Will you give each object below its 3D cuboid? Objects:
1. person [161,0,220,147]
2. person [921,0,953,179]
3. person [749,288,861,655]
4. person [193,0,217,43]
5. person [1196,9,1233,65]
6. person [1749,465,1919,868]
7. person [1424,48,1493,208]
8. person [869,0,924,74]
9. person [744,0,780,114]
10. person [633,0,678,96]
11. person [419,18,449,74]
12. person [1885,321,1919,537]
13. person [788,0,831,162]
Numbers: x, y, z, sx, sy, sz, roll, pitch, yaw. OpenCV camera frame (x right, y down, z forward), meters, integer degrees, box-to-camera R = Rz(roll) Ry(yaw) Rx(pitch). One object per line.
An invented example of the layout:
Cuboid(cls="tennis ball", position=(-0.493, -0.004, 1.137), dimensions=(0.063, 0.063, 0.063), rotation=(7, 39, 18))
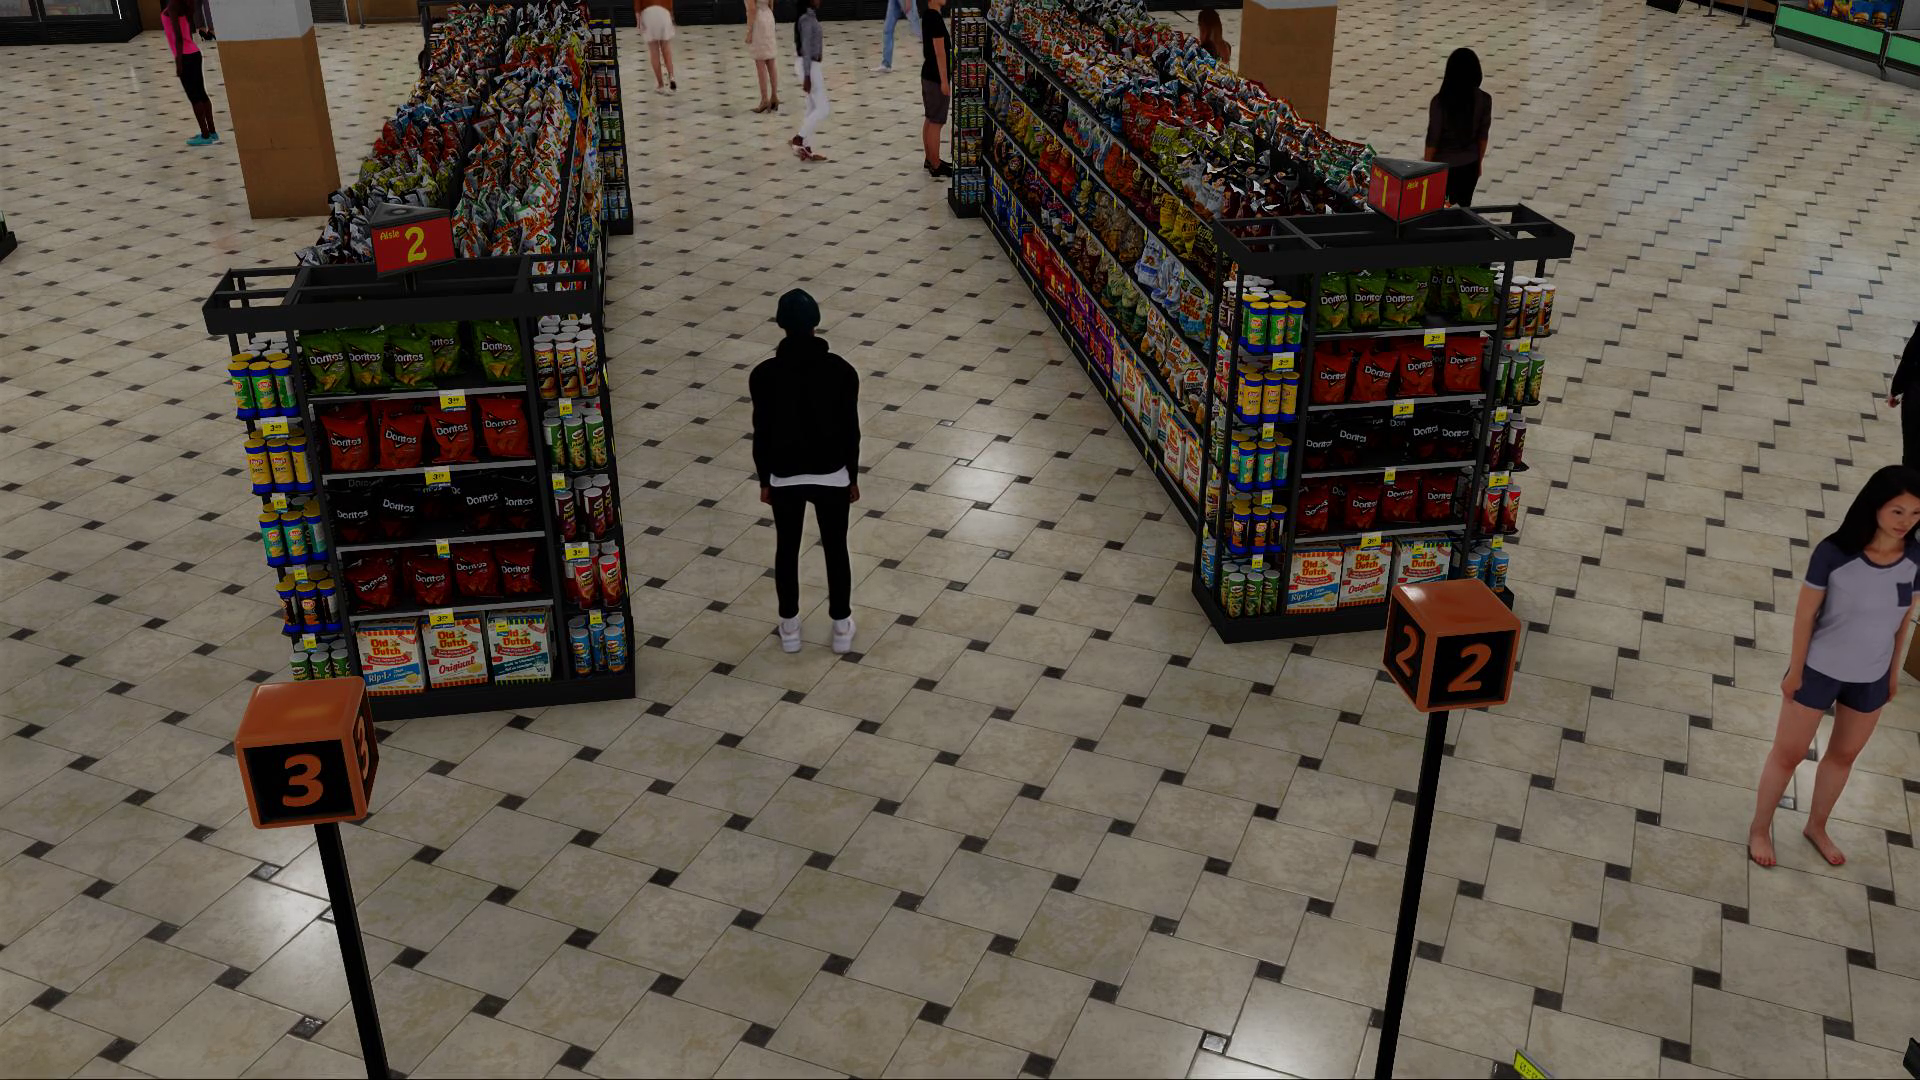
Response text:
Cuboid(cls="person", position=(-7.930, -4.940, 17.081), dimensions=(0.662, 1.723, 0.528), rotation=(0, 27, -1))
Cuboid(cls="person", position=(-0.236, -4.450, 15.961), dimensions=(0.728, 1.862, 0.516), rotation=(-6, 27, -11))
Cuboid(cls="person", position=(-0.713, -0.306, 7.838), dimensions=(0.697, 1.818, 0.633), rotation=(0, 27, -1))
Cuboid(cls="person", position=(-10.209, -7.548, 22.285), dimensions=(0.667, 1.667, 0.730), rotation=(18, 32, 32))
Cuboid(cls="person", position=(2.356, -3.939, 15.149), dimensions=(0.864, 1.685, 0.951), rotation=(-22, 34, -37))
Cuboid(cls="person", position=(3.398, 0.487, 6.397), dimensions=(0.626, 1.707, 0.579), rotation=(0, 27, 0))
Cuboid(cls="person", position=(3.791, -2.844, 12.818), dimensions=(0.658, 1.840, 0.600), rotation=(-3, 27, -5))
Cuboid(cls="person", position=(-0.592, -6.596, 20.247), dimensions=(0.962, 1.813, 1.220), rotation=(-13, 30, -23))
Cuboid(cls="person", position=(-2.190, -5.625, 18.418), dimensions=(0.749, 1.735, 0.688), rotation=(18, 32, 31))
Cuboid(cls="person", position=(-3.513, -6.019, 19.227), dimensions=(0.689, 1.706, 0.715), rotation=(-10, 29, -20))
Cuboid(cls="person", position=(-4.656, -3.769, 14.860), dimensions=(1.099, 1.643, 1.155), rotation=(16, 31, 28))
Cuboid(cls="person", position=(5.310, -0.772, 8.920), dimensions=(0.767, 1.670, 0.675), rotation=(-15, 30, -26))
Cuboid(cls="person", position=(-1.572, -4.580, 16.391), dimensions=(0.725, 1.705, 0.637), rotation=(2, 27, 3))
